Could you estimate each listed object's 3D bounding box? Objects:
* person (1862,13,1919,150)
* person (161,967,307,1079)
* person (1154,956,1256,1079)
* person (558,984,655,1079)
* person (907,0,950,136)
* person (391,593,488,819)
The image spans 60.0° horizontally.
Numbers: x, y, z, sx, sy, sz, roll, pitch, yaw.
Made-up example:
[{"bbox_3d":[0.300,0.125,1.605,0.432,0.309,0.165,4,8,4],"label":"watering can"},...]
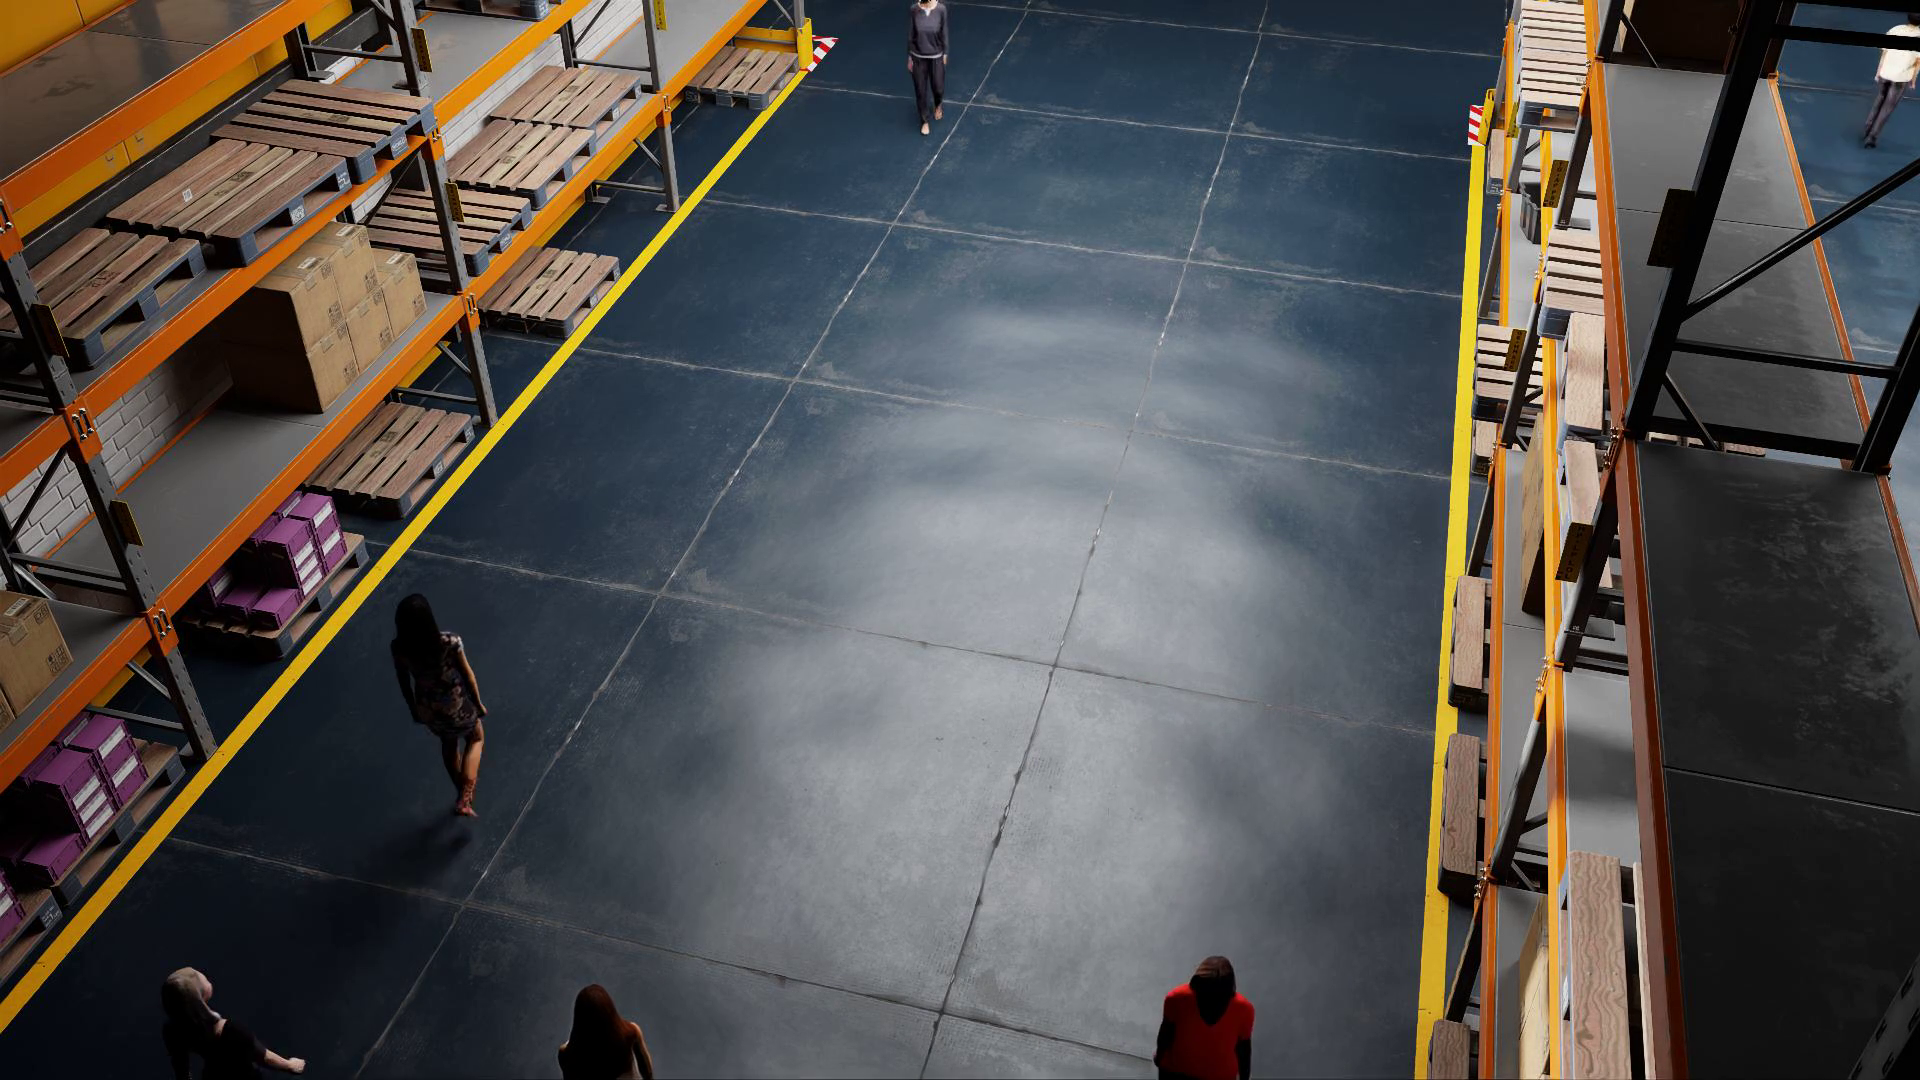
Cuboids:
[{"bbox_3d":[9.956,-4.930,17.770,0.757,1.578,0.706,-23,44,-26],"label":"person"},{"bbox_3d":[-3.508,2.763,7.972,0.577,1.782,1.123,9,40,12],"label":"person"},{"bbox_3d":[1.197,2.568,8.326,0.746,1.646,1.139,4,39,4],"label":"person"},{"bbox_3d":[-1.671,2.726,8.068,0.647,1.722,0.684,-15,41,-18],"label":"person"},{"bbox_3d":[-0.360,-5.321,18.149,0.701,1.715,0.771,0,39,0],"label":"person"},{"bbox_3d":[-3.153,1.075,10.136,0.746,1.720,0.864,-2,39,-3],"label":"person"}]
